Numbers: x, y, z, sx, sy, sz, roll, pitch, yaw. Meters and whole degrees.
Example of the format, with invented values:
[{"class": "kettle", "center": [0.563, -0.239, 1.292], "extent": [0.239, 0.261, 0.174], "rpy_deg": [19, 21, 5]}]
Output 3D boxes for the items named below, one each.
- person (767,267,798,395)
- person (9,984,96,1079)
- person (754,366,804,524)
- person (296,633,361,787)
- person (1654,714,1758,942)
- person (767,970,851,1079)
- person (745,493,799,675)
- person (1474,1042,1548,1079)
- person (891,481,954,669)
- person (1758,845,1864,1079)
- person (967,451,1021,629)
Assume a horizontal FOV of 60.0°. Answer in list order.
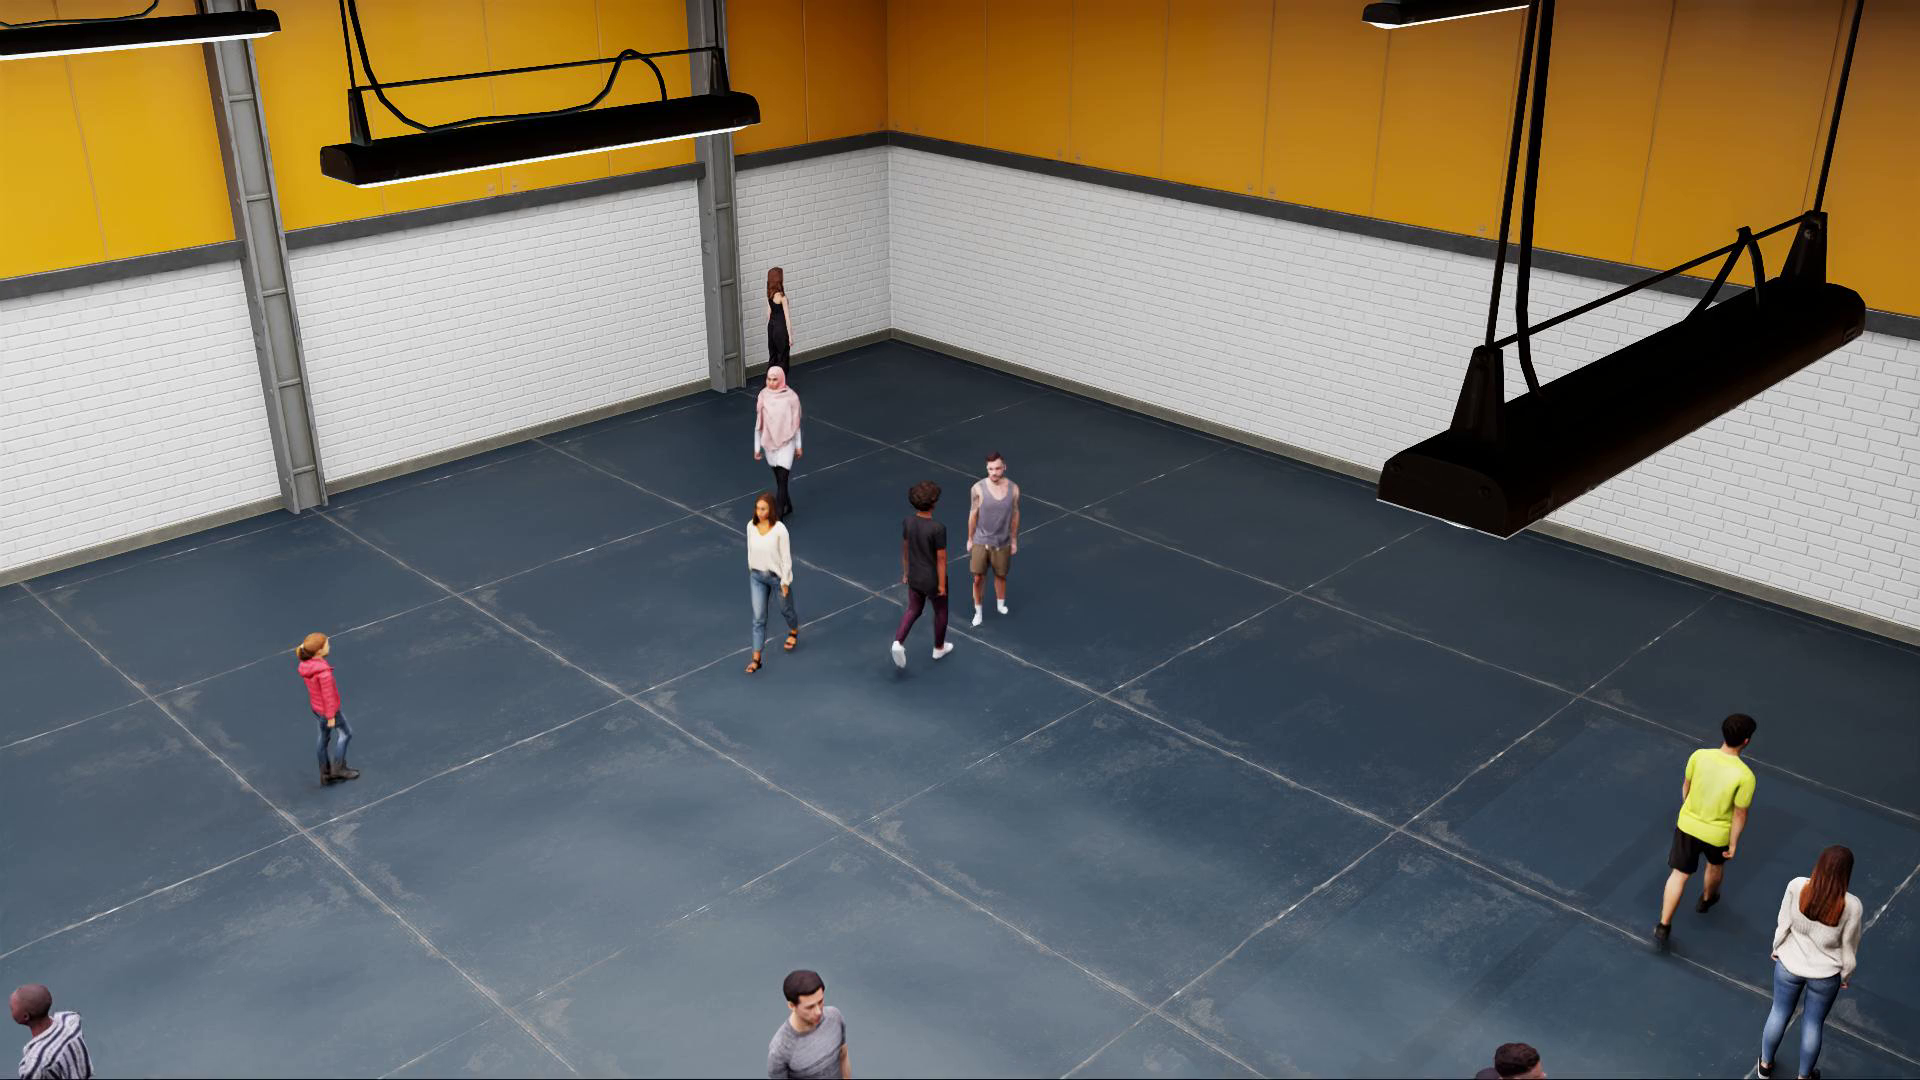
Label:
[{"class": "person", "center": [-2.424, -2.766, 22.095], "extent": [0.581, 1.746, 0.492], "rpy_deg": [21, 31, 39]}, {"class": "person", "center": [-4.569, 3.062, 8.744], "extent": [1.118, 1.760, 1.139], "rpy_deg": [3, 24, 7]}, {"class": "person", "center": [-1.944, -1.040, 18.119], "extent": [1.005, 1.768, 1.191], "rpy_deg": [5, 24, 11]}, {"class": "person", "center": [-5.090, 1.367, 13.187], "extent": [0.508, 1.308, 0.520], "rpy_deg": [-20, 31, -38]}, {"class": "person", "center": [5.047, 1.990, 11.316], "extent": [0.695, 1.665, 1.137], "rpy_deg": [18, 29, 35]}, {"class": "person", "center": [-0.781, 3.011, 8.733], "extent": [0.496, 1.863, 0.718], "rpy_deg": [-21, 31, -39]}, {"class": "person", "center": [-1.670, 0.334, 15.133], "extent": [0.899, 1.641, 1.162], "rpy_deg": [10, 25, 21]}, {"class": "person", "center": [2.637, 3.229, 8.260], "extent": [0.787, 1.843, 0.716], "rpy_deg": [1, 24, 2]}, {"class": "person", "center": [-0.344, 0.330, 14.988], "extent": [0.764, 1.766, 1.054], "rpy_deg": [14, 27, 30]}, {"class": "person", "center": [5.104, 2.559, 9.979], "extent": [0.626, 1.692, 0.557], "rpy_deg": [19, 30, 37]}, {"class": "person", "center": [0.322, -0.024, 15.962], "extent": [0.783, 1.839, 0.878], "rpy_deg": [-7, 25, -16]}]
